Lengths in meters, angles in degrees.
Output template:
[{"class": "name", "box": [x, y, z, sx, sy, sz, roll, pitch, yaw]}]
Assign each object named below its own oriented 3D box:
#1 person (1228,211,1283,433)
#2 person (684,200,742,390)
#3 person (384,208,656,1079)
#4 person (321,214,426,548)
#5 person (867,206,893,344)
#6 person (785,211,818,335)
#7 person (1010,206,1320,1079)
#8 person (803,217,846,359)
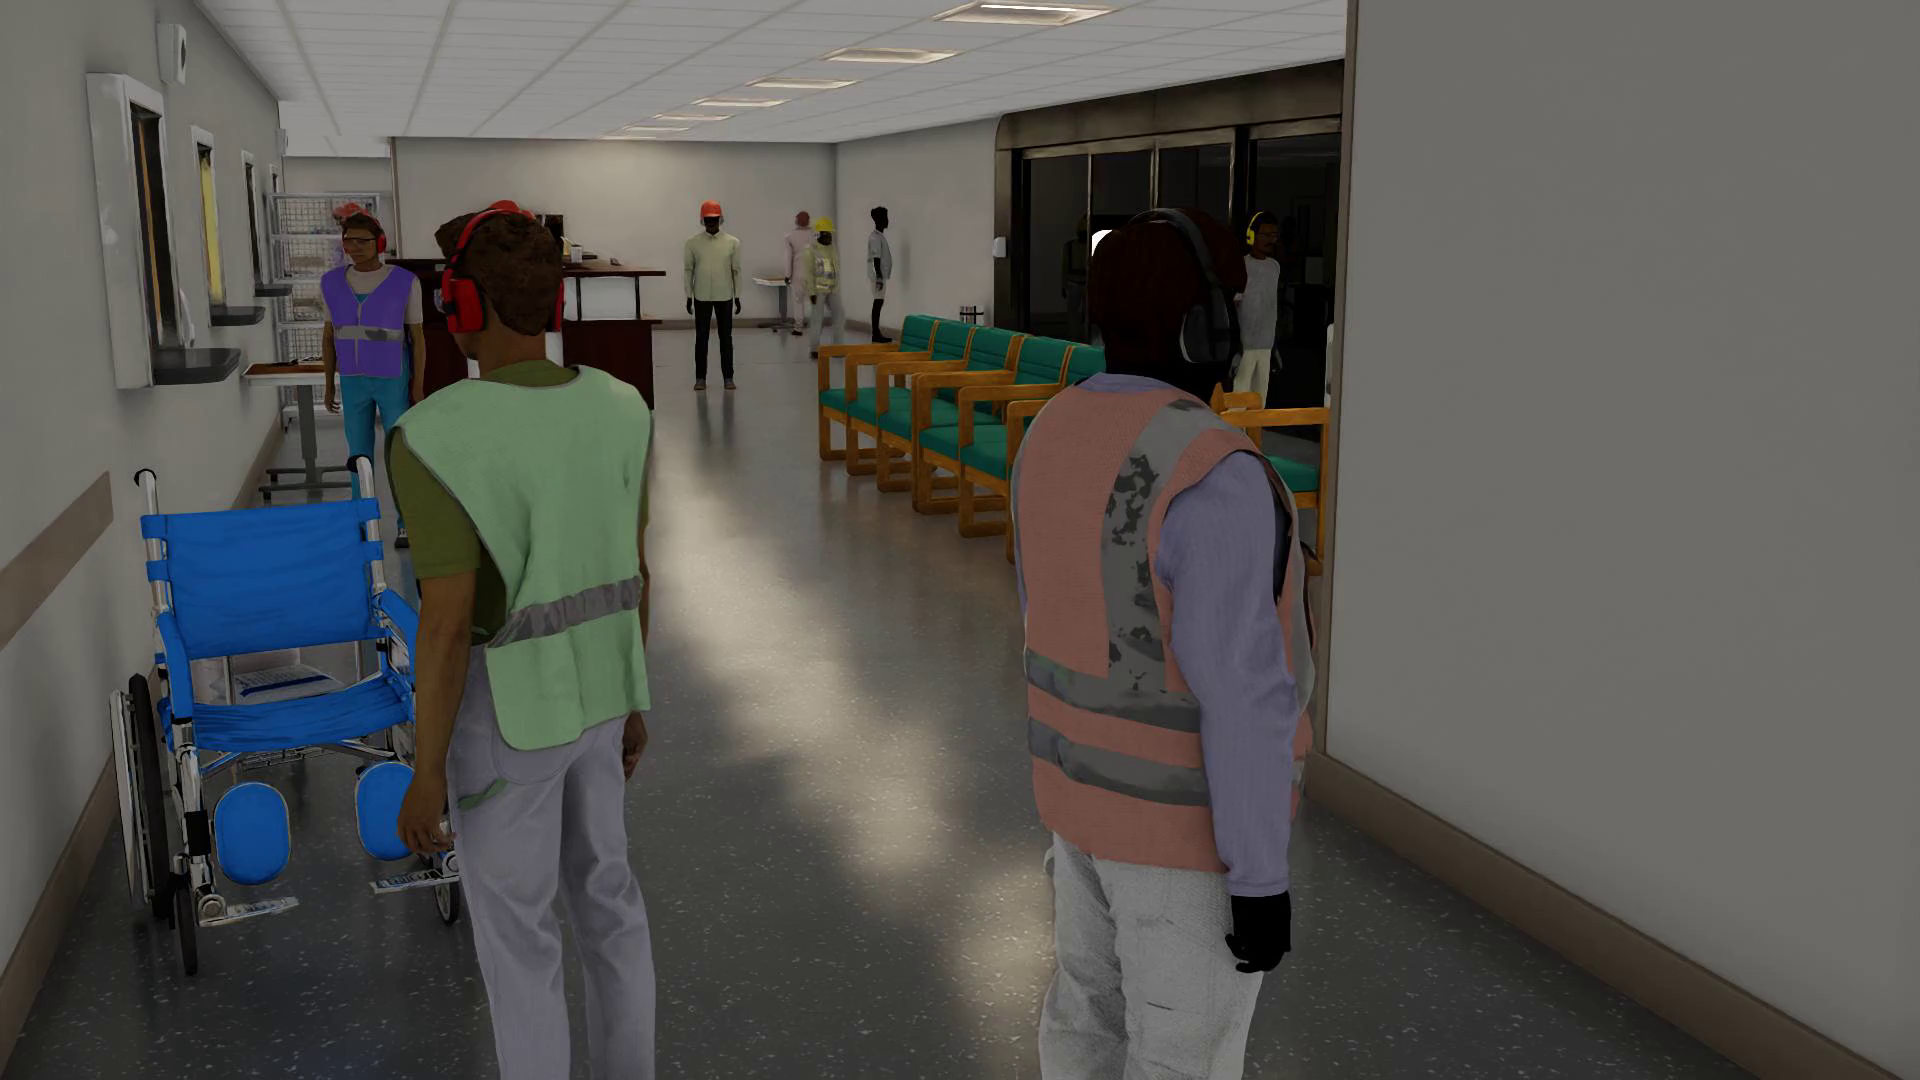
[{"class": "person", "box": [2.014, -1.300, 11.370, 0.535, 1.864, 0.309, -10, 15, -40]}, {"class": "person", "box": [-2.615, -2.588, 17.639, 0.611, 1.995, 0.380, -2, 11, -10]}, {"class": "person", "box": [-0.754, 0.339, 3.004, 0.373, 1.843, 0.570, 6, 13, 29]}, {"class": "person", "box": [-3.246, -0.875, 9.239, 0.570, 1.842, 0.377, 1, 11, 3]}, {"class": "person", "box": [-1.152, -3.798, 23.922, 0.361, 1.965, 0.613, 0, 11, -1]}, {"class": "person", "box": [-2.410, -4.120, 25.726, 0.637, 1.911, 0.403, -4, 12, -20]}, {"class": "person", "box": [0.322, 0.424, 2.576, 0.429, 1.847, 0.627, -5, 12, -24]}, {"class": "person", "box": [-1.670, -3.197, 21.241, 0.682, 1.806, 0.615, 10, 15, 42]}]
